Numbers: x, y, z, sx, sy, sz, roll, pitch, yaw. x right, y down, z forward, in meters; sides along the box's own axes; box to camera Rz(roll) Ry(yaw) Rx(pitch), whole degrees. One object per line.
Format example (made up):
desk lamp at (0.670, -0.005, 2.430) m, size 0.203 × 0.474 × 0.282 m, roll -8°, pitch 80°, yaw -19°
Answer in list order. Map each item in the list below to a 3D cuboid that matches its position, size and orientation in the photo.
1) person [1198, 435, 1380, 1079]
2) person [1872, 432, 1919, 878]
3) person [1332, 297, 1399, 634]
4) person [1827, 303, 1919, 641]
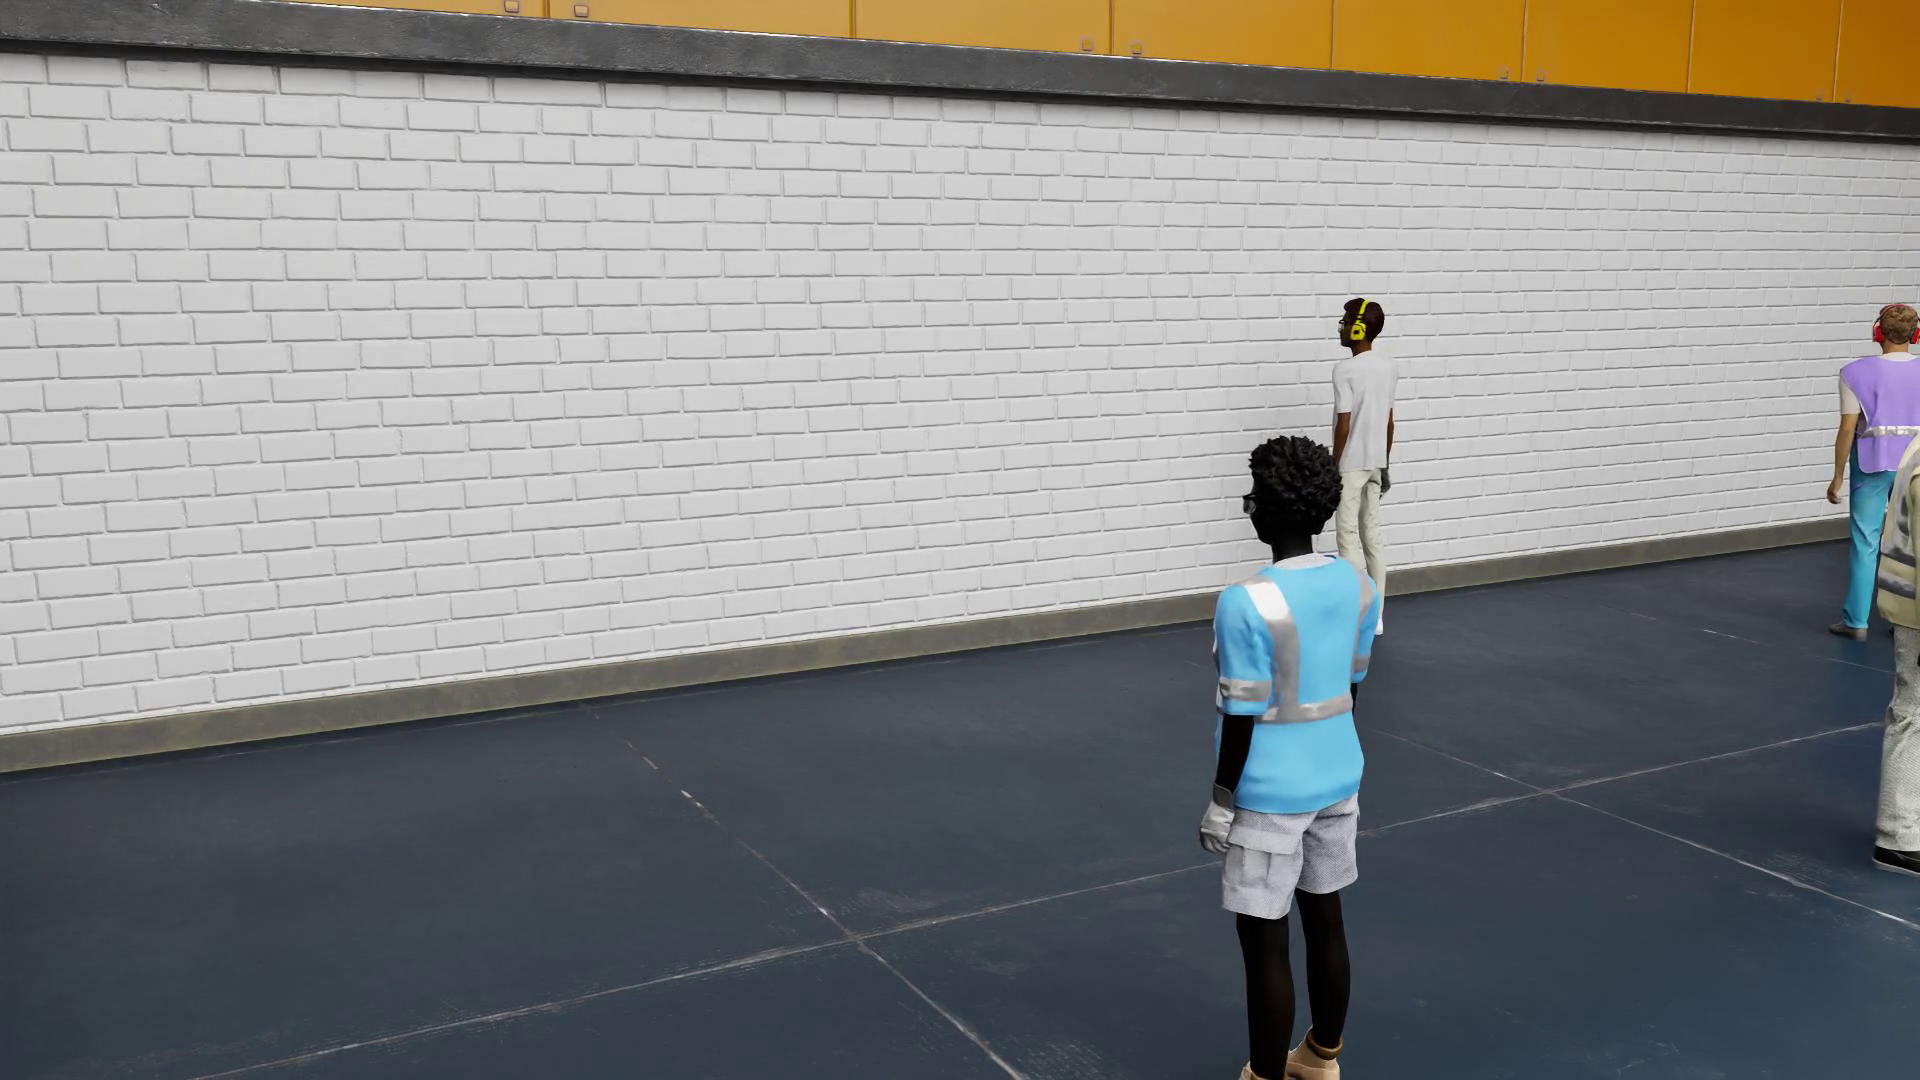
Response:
person at (0.781, 0.595, 4.008) m, size 0.533 × 1.697 × 0.318 m, roll -9°, pitch 13°, yaw -42°
person at (3.350, 0.244, 5.673) m, size 0.403 × 1.824 × 0.592 m, roll 6°, pitch 11°, yaw 29°
person at (2.176, -0.386, 9.143) m, size 0.532 × 1.876 × 0.319 m, roll -8°, pitch 13°, yaw -38°
person at (5.041, -0.356, 9.050) m, size 0.564 × 1.847 × 0.396 m, roll 1°, pitch 10°, yaw 9°
